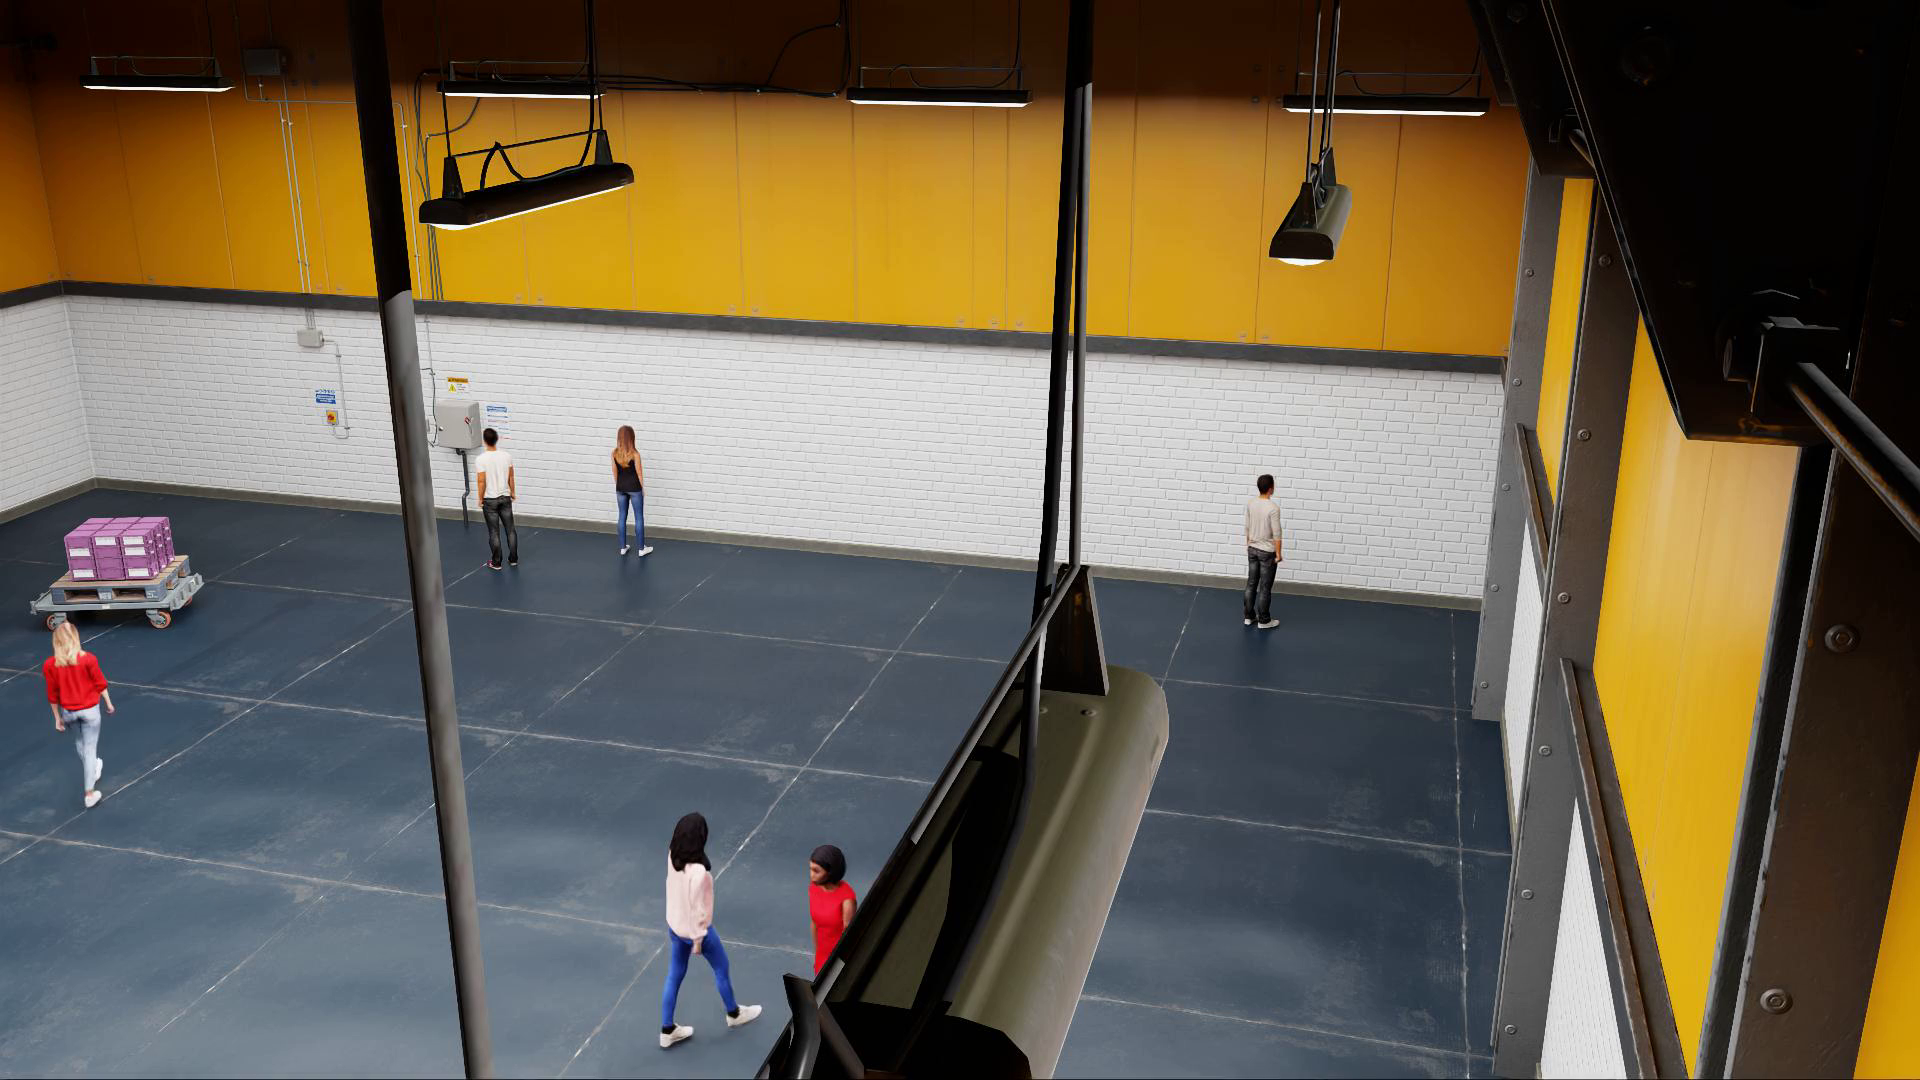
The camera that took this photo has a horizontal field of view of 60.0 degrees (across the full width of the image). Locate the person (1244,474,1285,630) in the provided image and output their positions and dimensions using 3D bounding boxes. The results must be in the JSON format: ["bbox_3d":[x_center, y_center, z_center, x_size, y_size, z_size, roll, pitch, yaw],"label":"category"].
[{"bbox_3d":[3.458,0.119,19.037,0.751,1.811,0.739,-15,24,-38],"label":"person"}]

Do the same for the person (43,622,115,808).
[{"bbox_3d":[-7.889,1.588,14.892,0.893,1.674,1.094,-3,19,-10],"label":"person"}]

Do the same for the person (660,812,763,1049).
[{"bbox_3d":[-1.935,2.717,11.443,1.093,1.735,0.989,-14,23,-37],"label":"person"}]

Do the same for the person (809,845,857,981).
[{"bbox_3d":[-0.748,2.824,11.197,0.750,1.689,1.157,11,21,28],"label":"person"}]

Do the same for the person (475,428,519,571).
[{"bbox_3d":[-5.846,-0.532,20.984,0.680,1.802,0.782,-14,23,-37],"label":"person"}]

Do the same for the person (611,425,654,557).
[{"bbox_3d":[-4.266,-0.646,21.446,0.584,1.723,0.517,5,19,15],"label":"person"}]
